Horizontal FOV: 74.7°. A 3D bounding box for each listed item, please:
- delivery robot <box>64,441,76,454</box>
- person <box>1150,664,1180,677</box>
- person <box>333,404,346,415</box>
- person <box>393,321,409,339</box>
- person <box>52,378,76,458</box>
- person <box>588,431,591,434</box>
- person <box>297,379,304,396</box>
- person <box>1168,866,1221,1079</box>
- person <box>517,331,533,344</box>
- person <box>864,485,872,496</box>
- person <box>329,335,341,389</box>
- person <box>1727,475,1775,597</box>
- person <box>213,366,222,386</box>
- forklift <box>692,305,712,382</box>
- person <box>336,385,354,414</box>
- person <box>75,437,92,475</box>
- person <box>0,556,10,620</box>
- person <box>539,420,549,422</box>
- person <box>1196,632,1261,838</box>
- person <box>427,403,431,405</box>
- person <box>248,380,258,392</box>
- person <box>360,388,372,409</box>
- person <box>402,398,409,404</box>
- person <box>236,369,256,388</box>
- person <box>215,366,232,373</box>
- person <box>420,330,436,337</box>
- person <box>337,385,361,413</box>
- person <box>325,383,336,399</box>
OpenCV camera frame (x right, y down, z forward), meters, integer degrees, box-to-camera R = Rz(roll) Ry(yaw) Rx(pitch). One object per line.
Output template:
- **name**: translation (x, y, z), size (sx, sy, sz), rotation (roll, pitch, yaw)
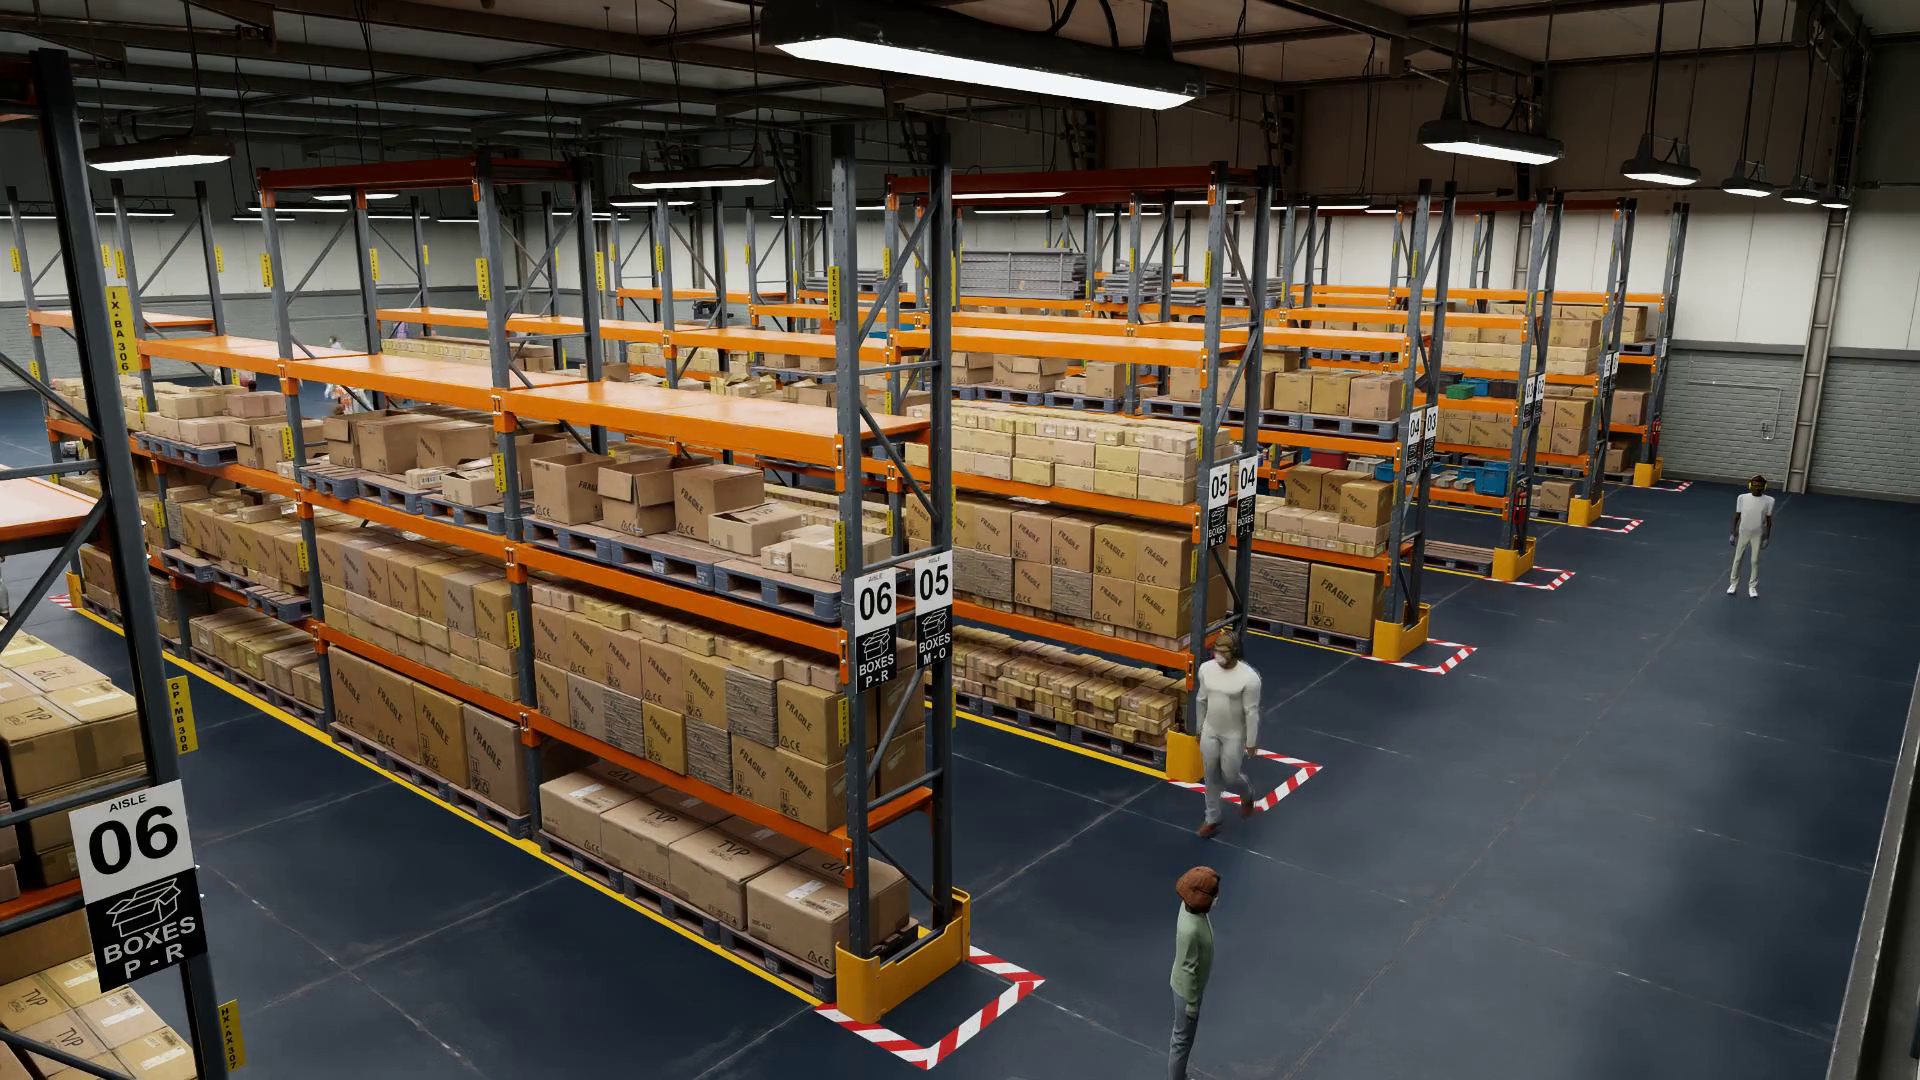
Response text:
- **delivery robot**: translation (-21.769, -2.383, 31.169), size (0.477, 0.478, 0.707), rotation (2, 14, 6)
- **person**: translation (2.501, 0.766, 15.467), size (0.577, 1.921, 0.401), rotation (-12, 18, -41)
- **person**: translation (-14.232, -2.331, 28.899), size (0.841, 1.590, 0.517), rotation (-3, 14, -13)
- **person**: translation (-24.052, -8.715, 54.222), size (0.615, 2.040, 0.379), rotation (-10, 17, -36)
- **person**: translation (-22.006, -2.998, 30.930), size (0.359, 1.935, 0.550), rotation (-2, 14, -9)
- **person**: translation (-9.961, -3.768, 34.305), size (0.577, 1.835, 0.632), rotation (9, 16, 33)
- **person**: translation (-20.463, -4.691, 38.589), size (0.526, 1.602, 0.826), rotation (-12, 18, -42)
- **person**: translation (1.446, 2.774, 7.812), size (0.282, 1.633, 0.499), rotation (3, 14, 14)
- **person**: translation (-19.163, -8.947, 55.488), size (0.646, 1.911, 0.403), rotation (4, 14, 17)
- **person**: translation (-1.880, -1.809, 26.088), size (0.613, 1.909, 0.427), rotation (-10, 17, -35)
- **person**: translation (-22.030, -6.334, 44.697), size (0.744, 1.917, 0.638), rotation (-9, 16, -33)
- **person**: translation (11.959, -0.074, 19.059), size (0.510, 1.862, 0.320), rotation (10, 17, 35)
- **person**: translation (-22.669, -4.715, 38.653), size (0.636, 1.612, 0.508), rotation (2, 14, 7)
- **forklift**: translation (-9.511, -7.392, 47.124), size (1.873, 2.768, 1.129), rotation (11, 17, 38)
- **person**: translation (-16.693, -3.662, 34.170), size (0.405, 1.675, 0.544), rotation (4, 14, 15)
- **person**: translation (-16.833, -1.382, 24.476), size (0.625, 1.843, 0.430), rotation (0, 14, -1)
- **person**: translation (-13.778, 0.220, 17.696), size (0.371, 1.934, 0.627), rotation (9, 16, 34)
- **person**: translation (-8.335, -1.631, 25.431), size (0.599, 1.872, 0.415), rotation (-9, 16, -32)
- **person**: translation (2.438, 1.743, 11.462), size (0.642, 1.919, 0.628), rotation (13, 19, 43)
- **person**: translation (-16.321, -4.968, 38.910), size (0.394, 1.990, 0.625), rotation (7, 15, 25)
- **person**: translation (-17.175, -2.952, 30.795), size (0.377, 1.914, 0.589), rotation (8, 16, 31)
- **person**: translation (-18.273, -4.580, 38.161), size (0.928, 1.583, 0.506), rotation (-1, 14, -4)
- **person**: translation (-18.131, -5.438, 41.014), size (0.552, 1.917, 0.806), rotation (0, 14, -1)
- **person**: translation (-22.599, -5.070, 39.901), size (0.519, 1.723, 0.921), rotation (-6, 15, -24)
- **person**: translation (-25.595, -6.103, 43.787), size (0.679, 1.885, 0.616), rotation (5, 15, 20)
- **person**: translation (-21.201, -7.737, 50.313), size (0.650, 1.982, 0.420), rotation (-4, 14, -15)
- **person**: translation (-16.994, -4.003, 35.054), size (0.402, 1.940, 0.602), rotation (12, 18, 42)
- **person**: translation (-20.987, -5.518, 41.739), size (0.511, 1.713, 0.640), rotation (-1, 14, -3)
